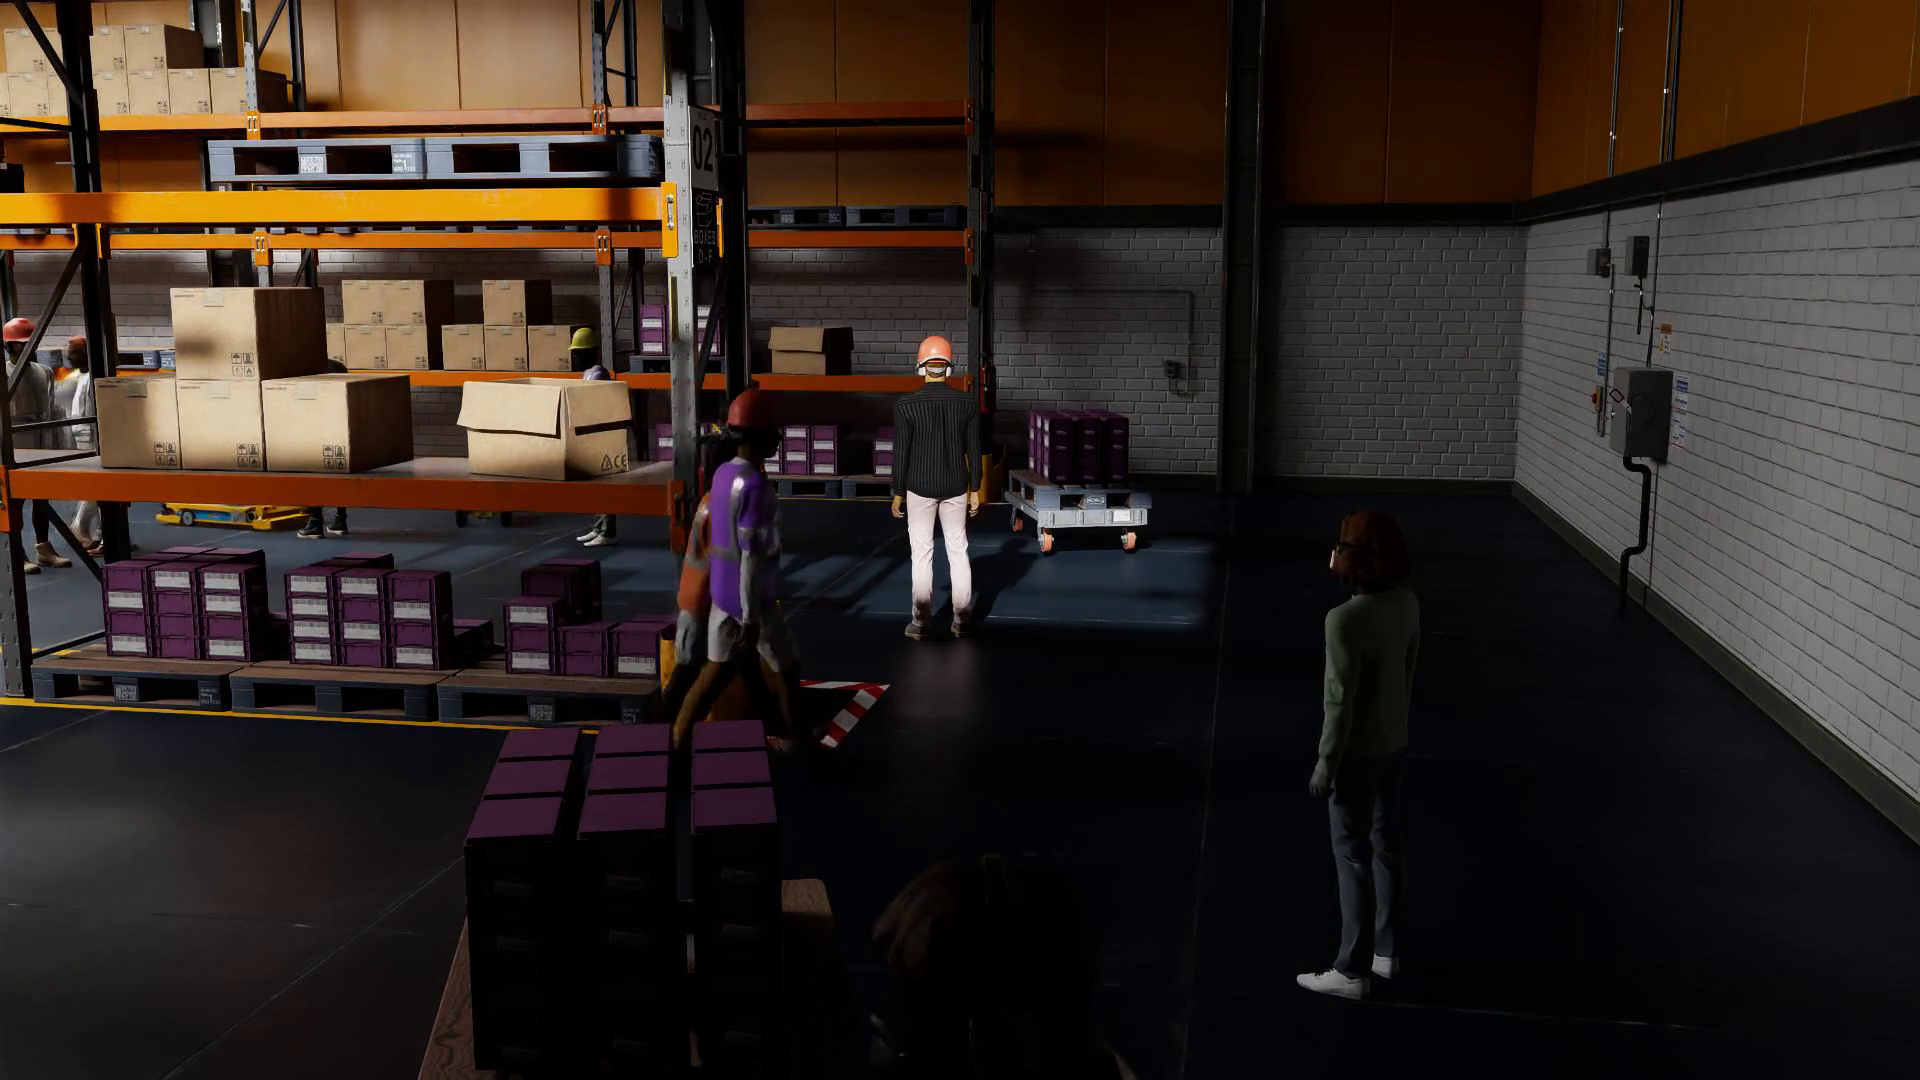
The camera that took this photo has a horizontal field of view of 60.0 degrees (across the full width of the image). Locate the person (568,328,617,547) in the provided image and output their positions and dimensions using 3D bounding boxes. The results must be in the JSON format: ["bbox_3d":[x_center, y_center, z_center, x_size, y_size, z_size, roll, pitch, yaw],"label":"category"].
[{"bbox_3d":[-3.214,-0.897,14.612,0.384,1.924,0.589,-3,10,-20],"label":"person"}]

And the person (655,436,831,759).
[{"bbox_3d":[-1.096,0.314,7.970,0.909,1.627,0.578,0,9,1],"label":"person"}]

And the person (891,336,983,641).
[{"bbox_3d":[-0.159,-0.337,10.917,0.623,1.992,0.396,-3,10,-17],"label":"person"}]

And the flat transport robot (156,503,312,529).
[{"bbox_3d":[-6.890,-0.279,15.892,1.431,0.197,0.652,4,10,22],"label":"flat transport robot"}]

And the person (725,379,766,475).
[{"bbox_3d":[-1.569,-0.357,12.140,0.309,1.641,0.513,1,9,5],"label":"person"}]

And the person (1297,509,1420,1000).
[{"bbox_3d":[1.339,0.707,5.549,0.277,1.636,0.505,8,12,42],"label":"person"}]

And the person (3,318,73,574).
[{"bbox_3d":[-7.474,-0.755,13.362,0.375,2.044,0.607,3,10,19],"label":"person"}]

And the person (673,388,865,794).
[{"bbox_3d":[-0.960,0.251,7.652,0.967,1.894,0.555,-5,10,-28],"label":"person"}]

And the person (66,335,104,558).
[{"bbox_3d":[-7.348,-0.795,14.095,0.344,1.883,0.584,-7,12,-38],"label":"person"}]

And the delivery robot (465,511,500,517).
[{"bbox_3d":[-4.525,-0.474,15.931,0.477,0.478,0.707,-1,9,-5],"label":"delivery robot"}]

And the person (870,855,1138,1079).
[{"bbox_3d":[0.164,1.217,1.922,0.960,1.796,0.634,-1,9,-4],"label":"person"}]

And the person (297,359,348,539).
[{"bbox_3d":[-5.820,-0.995,15.087,0.367,1.965,0.607,6,11,33],"label":"person"}]

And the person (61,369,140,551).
[{"bbox_3d":[-7.371,-0.802,14.301,0.488,1.830,0.651,3,10,19],"label":"person"}]
